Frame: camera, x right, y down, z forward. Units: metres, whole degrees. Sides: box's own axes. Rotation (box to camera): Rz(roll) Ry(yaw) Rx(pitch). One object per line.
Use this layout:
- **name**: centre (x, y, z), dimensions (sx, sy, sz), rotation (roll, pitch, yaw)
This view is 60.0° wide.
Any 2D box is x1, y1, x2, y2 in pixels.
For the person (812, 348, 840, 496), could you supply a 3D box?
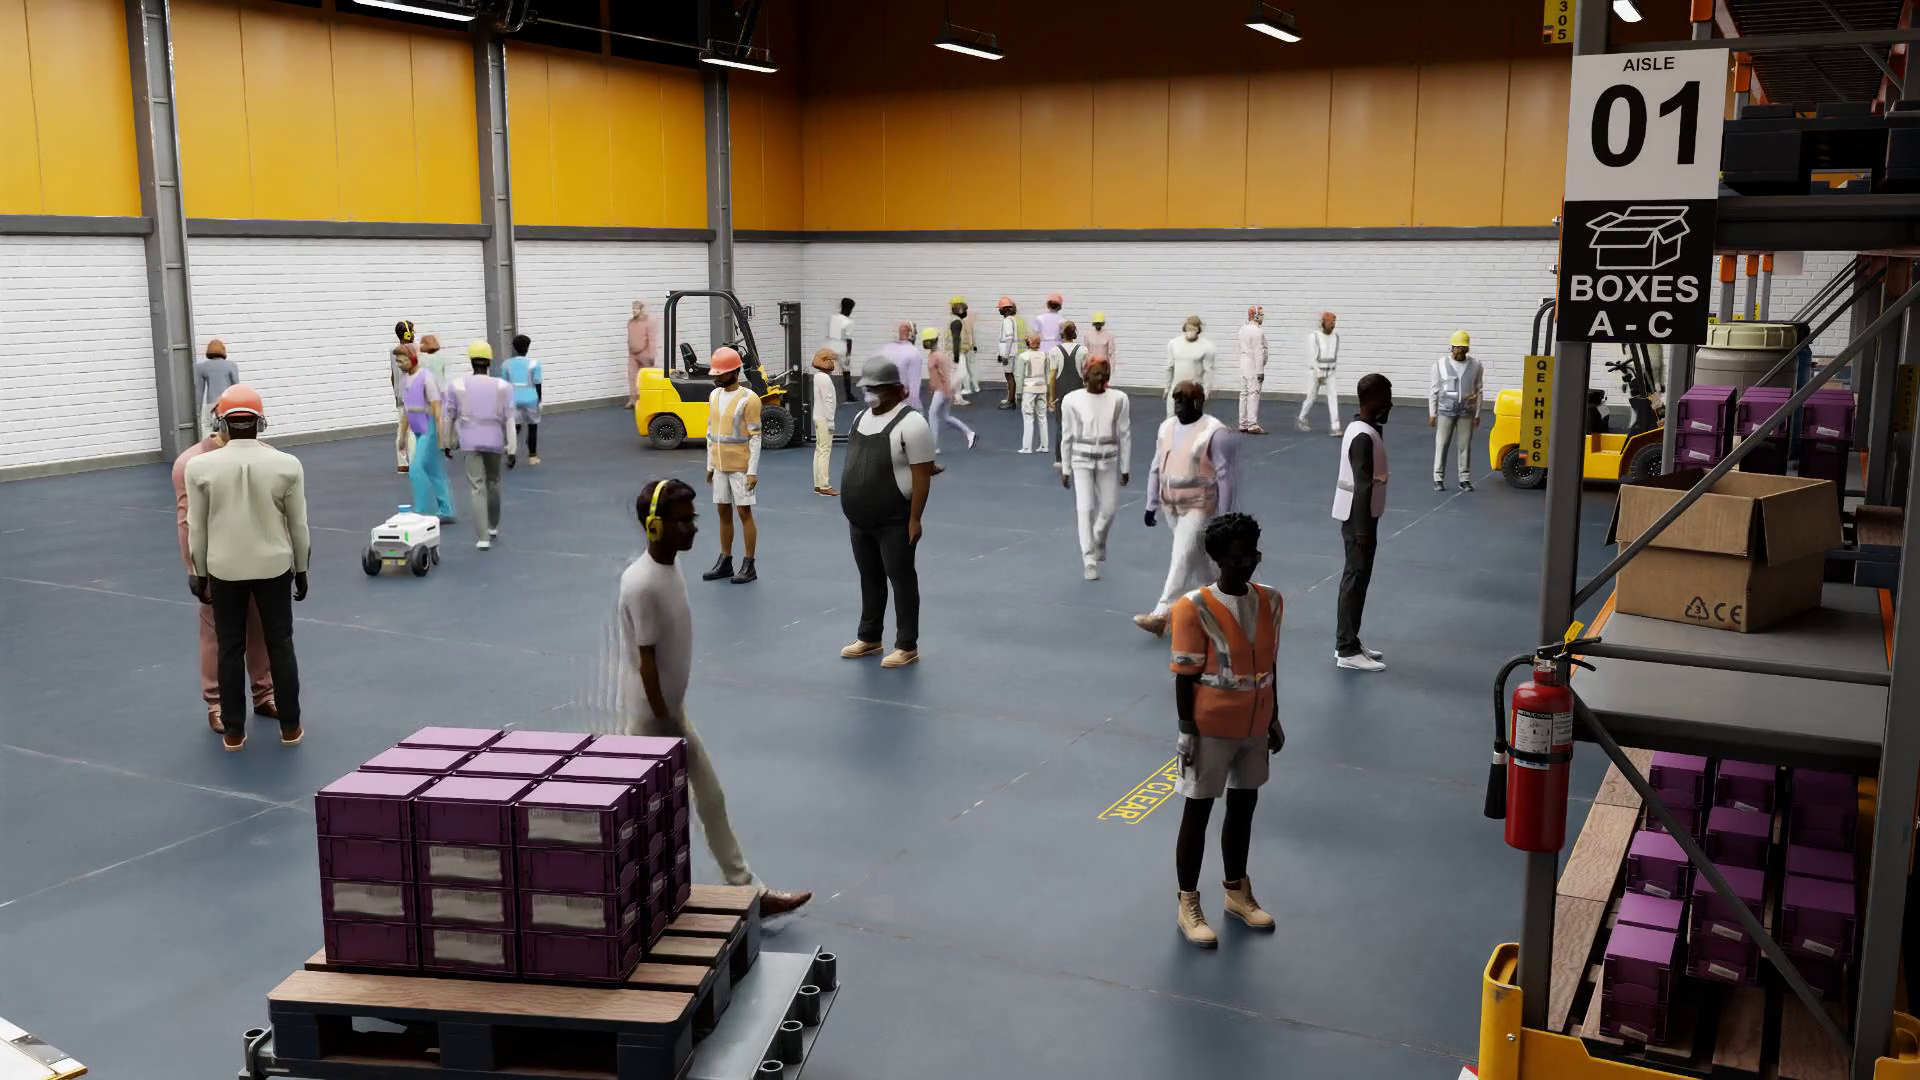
- **person**: centre (-1.493, -1.309, 18.481), dimensions (0.286, 1.636, 0.500), rotation (-3, 10, -18)

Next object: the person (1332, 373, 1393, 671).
- **person**: centre (2.606, -0.125, 10.812), dimensions (0.375, 1.916, 0.599), rotation (2, 10, 12)

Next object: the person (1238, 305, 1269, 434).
- **person**: centre (4.378, -2.528, 24.753), dimensions (0.406, 1.911, 0.639), rotation (-3, 10, -14)

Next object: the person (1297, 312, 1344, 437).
- **person**: centre (5.353, -2.467, 24.668), dimensions (0.549, 1.833, 1.030), rotation (-3, 10, -15)

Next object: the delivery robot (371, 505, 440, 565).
- **delivery robot**: centre (-4.679, -0.052, 14.058), dimensions (0.477, 0.478, 0.707), rotation (1, 10, 5)

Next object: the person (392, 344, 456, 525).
- **person**: centre (-5.306, -1.011, 16.260), dimensions (0.725, 1.799, 0.597), rotation (-8, 13, -38)

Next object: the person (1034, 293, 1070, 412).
- **person**: centre (1.537, -3.150, 28.054), dimensions (0.640, 2.013, 0.628), rotation (2, 10, 10)

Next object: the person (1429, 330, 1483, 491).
- **person**: centre (5.597, -1.456, 18.788), dimensions (0.589, 1.824, 0.403), rotation (1, 10, 7)

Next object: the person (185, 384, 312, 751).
- **person**: centre (-3.851, 0.149, 9.048), dimensions (0.607, 1.987, 0.412), rotation (-5, 11, -25)

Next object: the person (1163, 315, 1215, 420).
- **person**: centre (2.846, -1.845, 20.772), dimensions (0.659, 1.915, 0.423), rotation (5, 11, 26)

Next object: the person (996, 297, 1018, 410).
- **person**: centre (0.798, -3.206, 28.588), dimensions (0.376, 1.935, 0.550), rotation (1, 10, 8)

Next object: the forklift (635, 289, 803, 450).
- **forklift**: centre (-3.358, -2.392, 23.136), dimensions (2.313, 2.155, 1.214), rotation (-1, 10, -5)

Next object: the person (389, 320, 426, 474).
- **person**: centre (-6.702, -1.727, 20.223), dimensions (0.507, 1.872, 0.329), rotation (8, 13, 39)

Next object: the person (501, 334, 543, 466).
- **person**: centre (-5.492, -1.733, 20.822), dimensions (0.538, 1.674, 0.649), rotation (1, 10, 6)

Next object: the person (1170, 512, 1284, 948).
- **person**: centre (1.050, 0.729, 6.509), dimensions (0.539, 1.696, 0.317), rotation (-6, 11, -31)

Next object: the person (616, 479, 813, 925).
- **person**: centre (-1.044, 0.678, 6.430), dimensions (0.911, 1.827, 0.536), rotation (2, 10, 11)

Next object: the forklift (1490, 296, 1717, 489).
- **forklift**: centre (7.296, -1.677, 18.993), dimensions (2.313, 2.155, 1.214), rotation (5, 11, 27)

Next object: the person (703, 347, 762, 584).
- **person**: centre (-1.871, -0.605, 13.562), dimensions (0.543, 1.928, 0.372), rotation (7, 12, 34)

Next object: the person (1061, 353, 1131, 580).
- **person**: centre (1.119, -0.628, 13.870), dimensions (0.585, 1.867, 0.638), rotation (-1, 10, -4)

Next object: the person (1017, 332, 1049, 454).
- **person**: centre (0.987, -1.966, 22.308), dimensions (0.517, 1.627, 0.324), rotation (-6, 12, -32)

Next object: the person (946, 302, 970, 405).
- **person**: centre (-0.063, -3.286, 29.387), dimensions (0.495, 1.823, 0.652), rotation (0, 10, 3)

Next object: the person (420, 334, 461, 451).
- **person**: centre (-7.083, -1.986, 22.528), dimensions (0.846, 1.595, 0.516), rotation (3, 10, 17)

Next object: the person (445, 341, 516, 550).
- **person**: centre (-4.419, -0.882, 15.328), dimensions (0.602, 1.873, 0.999), rotation (-5, 11, -24)

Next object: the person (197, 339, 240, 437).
- **person**: centre (-9.276, -1.705, 20.841), dimensions (0.523, 1.626, 0.318), rotation (-2, 10, -9)

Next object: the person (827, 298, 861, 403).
- **person**: centre (-2.156, -3.326, 29.441), dimensions (0.653, 1.913, 0.969), rotation (6, 11, 30)

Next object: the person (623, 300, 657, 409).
- **person**: centre (-5.487, -3.218, 28.861), dimensions (0.650, 1.879, 0.876), rotation (5, 11, 28)

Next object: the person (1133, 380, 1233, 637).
- **person**: centre (1.570, -0.231, 11.781), dimensions (0.977, 1.790, 0.649), rotation (-7, 12, -37)

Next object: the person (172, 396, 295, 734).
- **person**: centre (-4.077, 0.122, 9.434), dimensions (0.400, 1.901, 0.643), rotation (8, 13, 39)

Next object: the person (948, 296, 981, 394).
- **person**: centre (0.064, -3.709, 31.678), dimensions (0.497, 1.877, 0.676), rotation (6, 11, 29)

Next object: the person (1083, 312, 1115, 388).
- **person**: centre (2.276, -2.860, 27.189), dimensions (0.531, 1.733, 0.844), rotation (2, 10, 9)

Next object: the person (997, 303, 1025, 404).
- **person**: centre (0.908, -3.328, 29.659), dimensions (0.440, 1.820, 0.623), rotation (5, 11, 28)

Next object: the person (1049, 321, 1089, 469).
- **person**: centre (1.357, -1.803, 20.732), dimensions (0.506, 1.847, 0.343), rotation (0, 10, 0)

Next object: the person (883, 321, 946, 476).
- **person**: centre (-0.596, -1.668, 19.864), dimensions (0.929, 1.863, 0.665), rotation (-9, 14, -44)

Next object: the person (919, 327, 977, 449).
- **person**: centre (-0.172, -1.990, 22.215), dimensions (0.779, 1.719, 0.532), rotation (-2, 10, -12)

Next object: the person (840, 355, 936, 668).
- **person**: centre (-0.527, -0.193, 10.845), dimensions (0.690, 2.000, 0.538), rotation (10, 14, 44)

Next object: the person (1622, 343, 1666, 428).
- **person**: centre (9.591, -2.226, 23.240), dimensions (0.627, 1.818, 0.502), rotation (-3, 10, -17)
